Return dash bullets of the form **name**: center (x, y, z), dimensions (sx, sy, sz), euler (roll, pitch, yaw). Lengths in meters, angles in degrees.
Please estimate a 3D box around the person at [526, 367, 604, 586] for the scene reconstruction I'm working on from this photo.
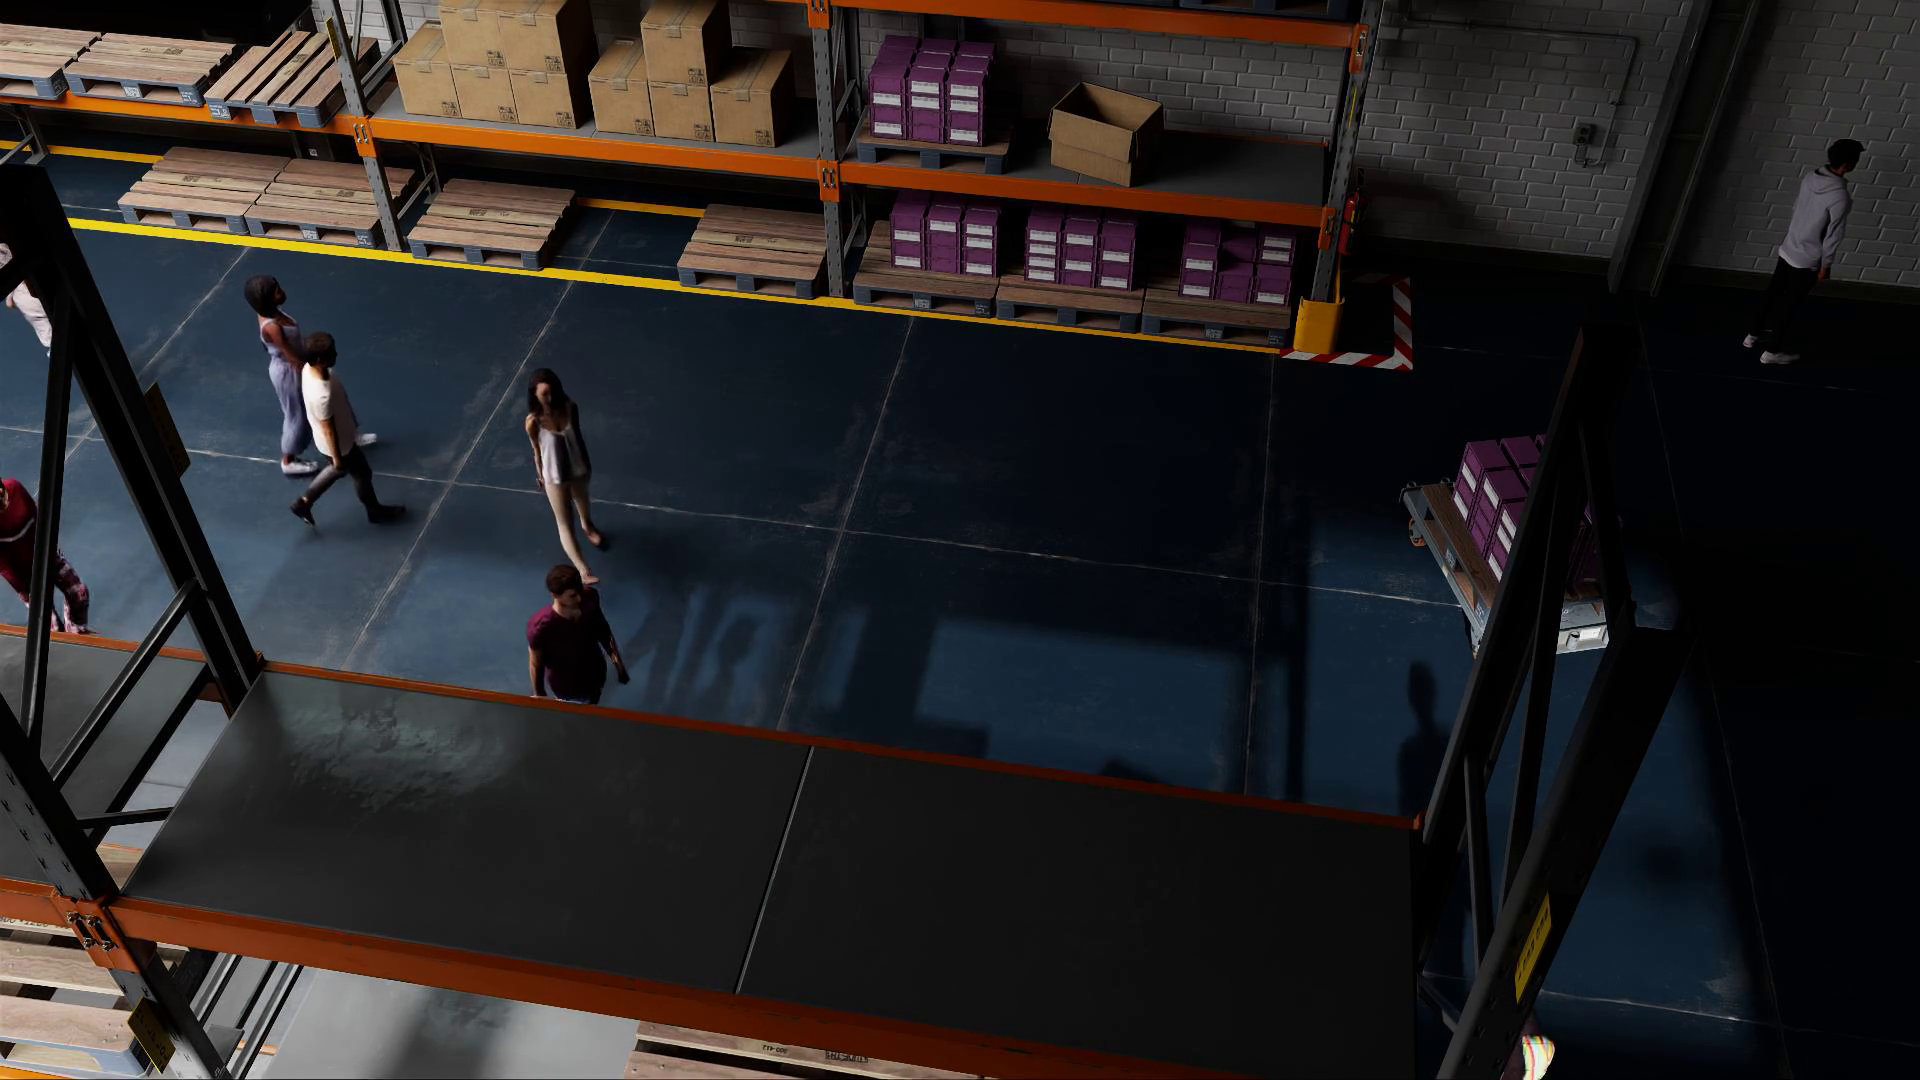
- **person**: center (-2.593, -0.388, 11.231), dimensions (1.037, 1.625, 0.984), euler (31, 52, 28)

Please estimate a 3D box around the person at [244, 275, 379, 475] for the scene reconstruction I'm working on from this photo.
- **person**: center (-4.878, -1.152, 12.002), dimensions (1.024, 1.669, 0.841), euler (-13, 45, -13)

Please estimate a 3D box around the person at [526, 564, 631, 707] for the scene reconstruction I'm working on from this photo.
- **person**: center (-2.331, 0.776, 9.884), dimensions (1.233, 1.798, 0.972), euler (26, 50, 25)

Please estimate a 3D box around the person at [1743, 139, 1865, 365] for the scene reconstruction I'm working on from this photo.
- **person**: center (6.581, -2.256, 12.971), dimensions (0.746, 1.930, 0.765), euler (-9, 44, -10)

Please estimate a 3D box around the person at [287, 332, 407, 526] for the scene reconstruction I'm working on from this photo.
- **person**: center (-4.407, -0.717, 11.525), dimensions (1.127, 1.696, 0.979), euler (-18, 47, -18)

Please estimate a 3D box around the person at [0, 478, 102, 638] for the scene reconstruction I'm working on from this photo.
- **person**: center (-6.029, 0.105, 10.669), dimensions (0.697, 1.686, 0.704), euler (11, 45, 11)

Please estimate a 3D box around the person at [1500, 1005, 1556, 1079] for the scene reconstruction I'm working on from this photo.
- **person**: center (2.514, 2.775, 7.817), dimensions (0.986, 1.755, 0.892), euler (-7, 44, -7)
